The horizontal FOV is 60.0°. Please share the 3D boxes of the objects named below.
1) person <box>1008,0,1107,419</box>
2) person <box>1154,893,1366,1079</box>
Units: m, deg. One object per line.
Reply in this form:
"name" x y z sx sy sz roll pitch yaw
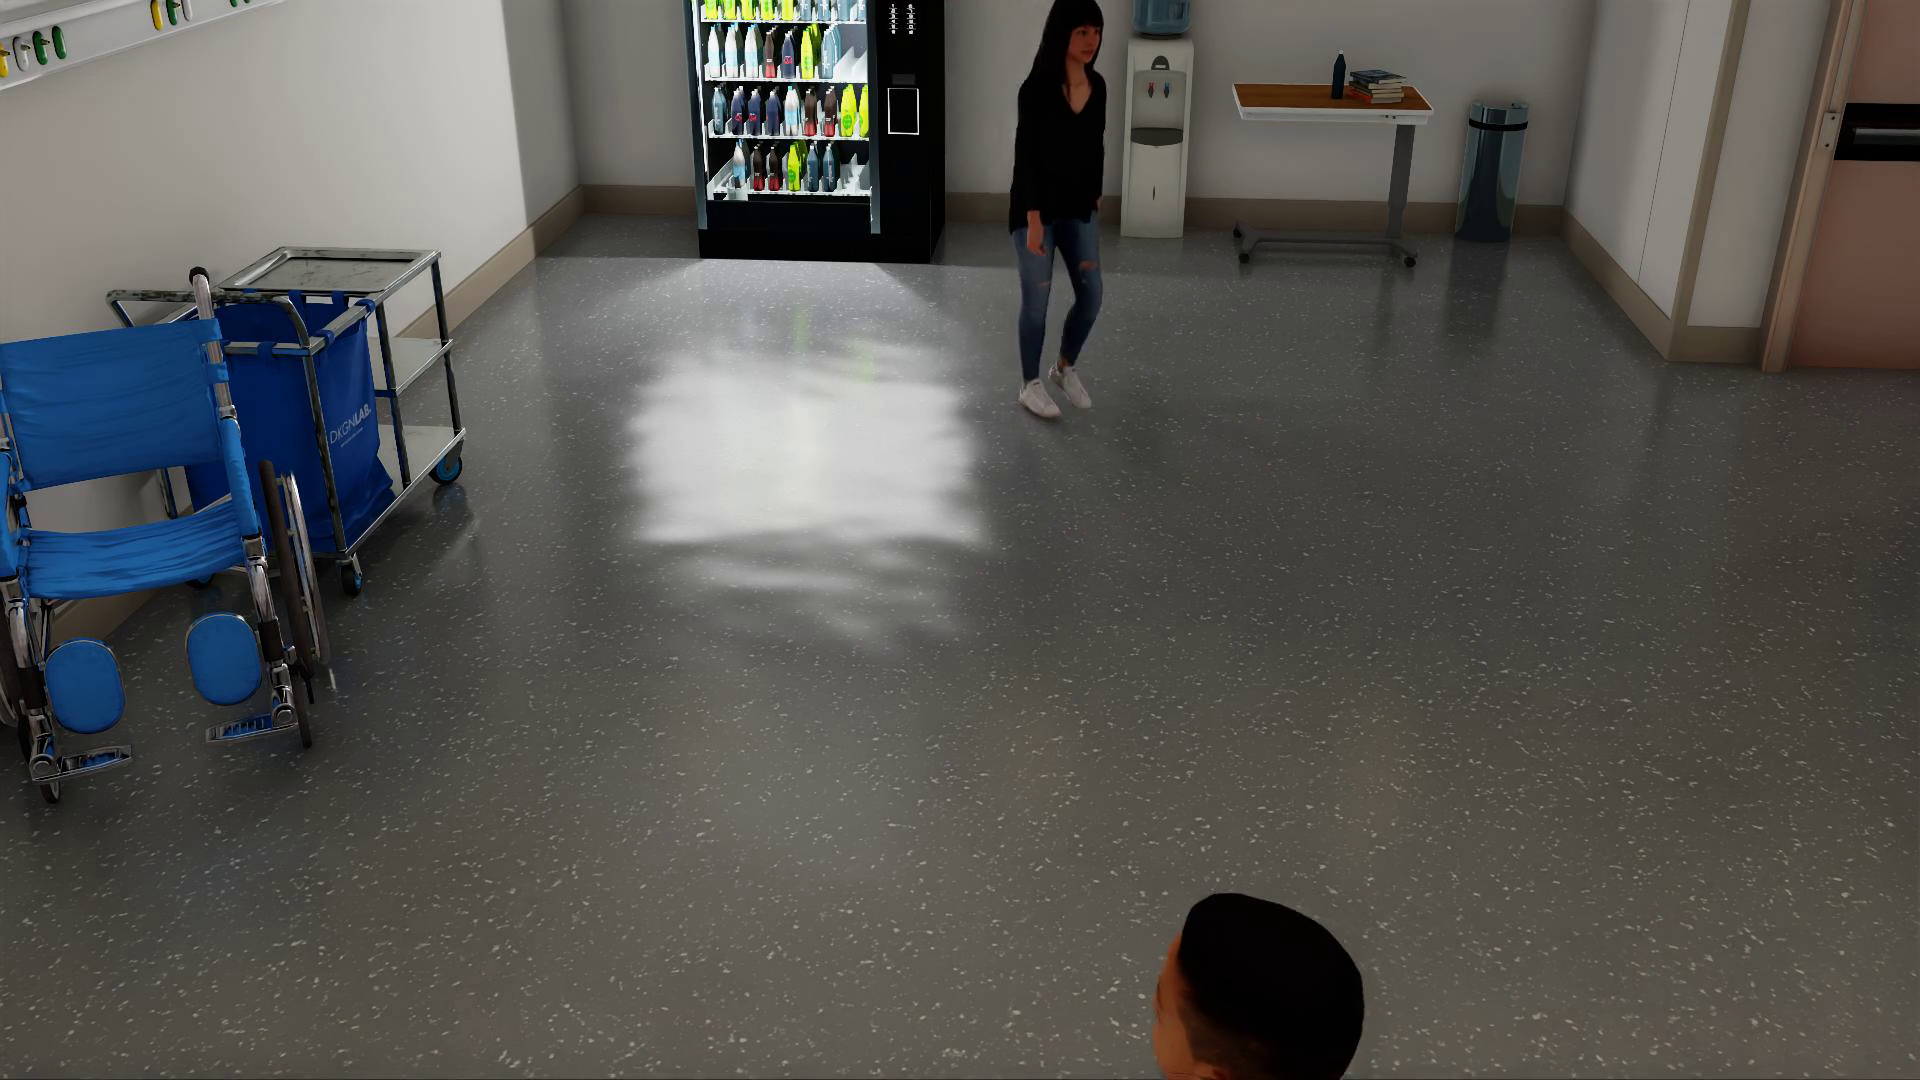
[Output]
"person" 0.331 -1.288 6.452 0.679 1.632 0.760 -11 28 -22
"person" 0.304 1.007 1.888 0.516 1.463 0.567 4 26 9
